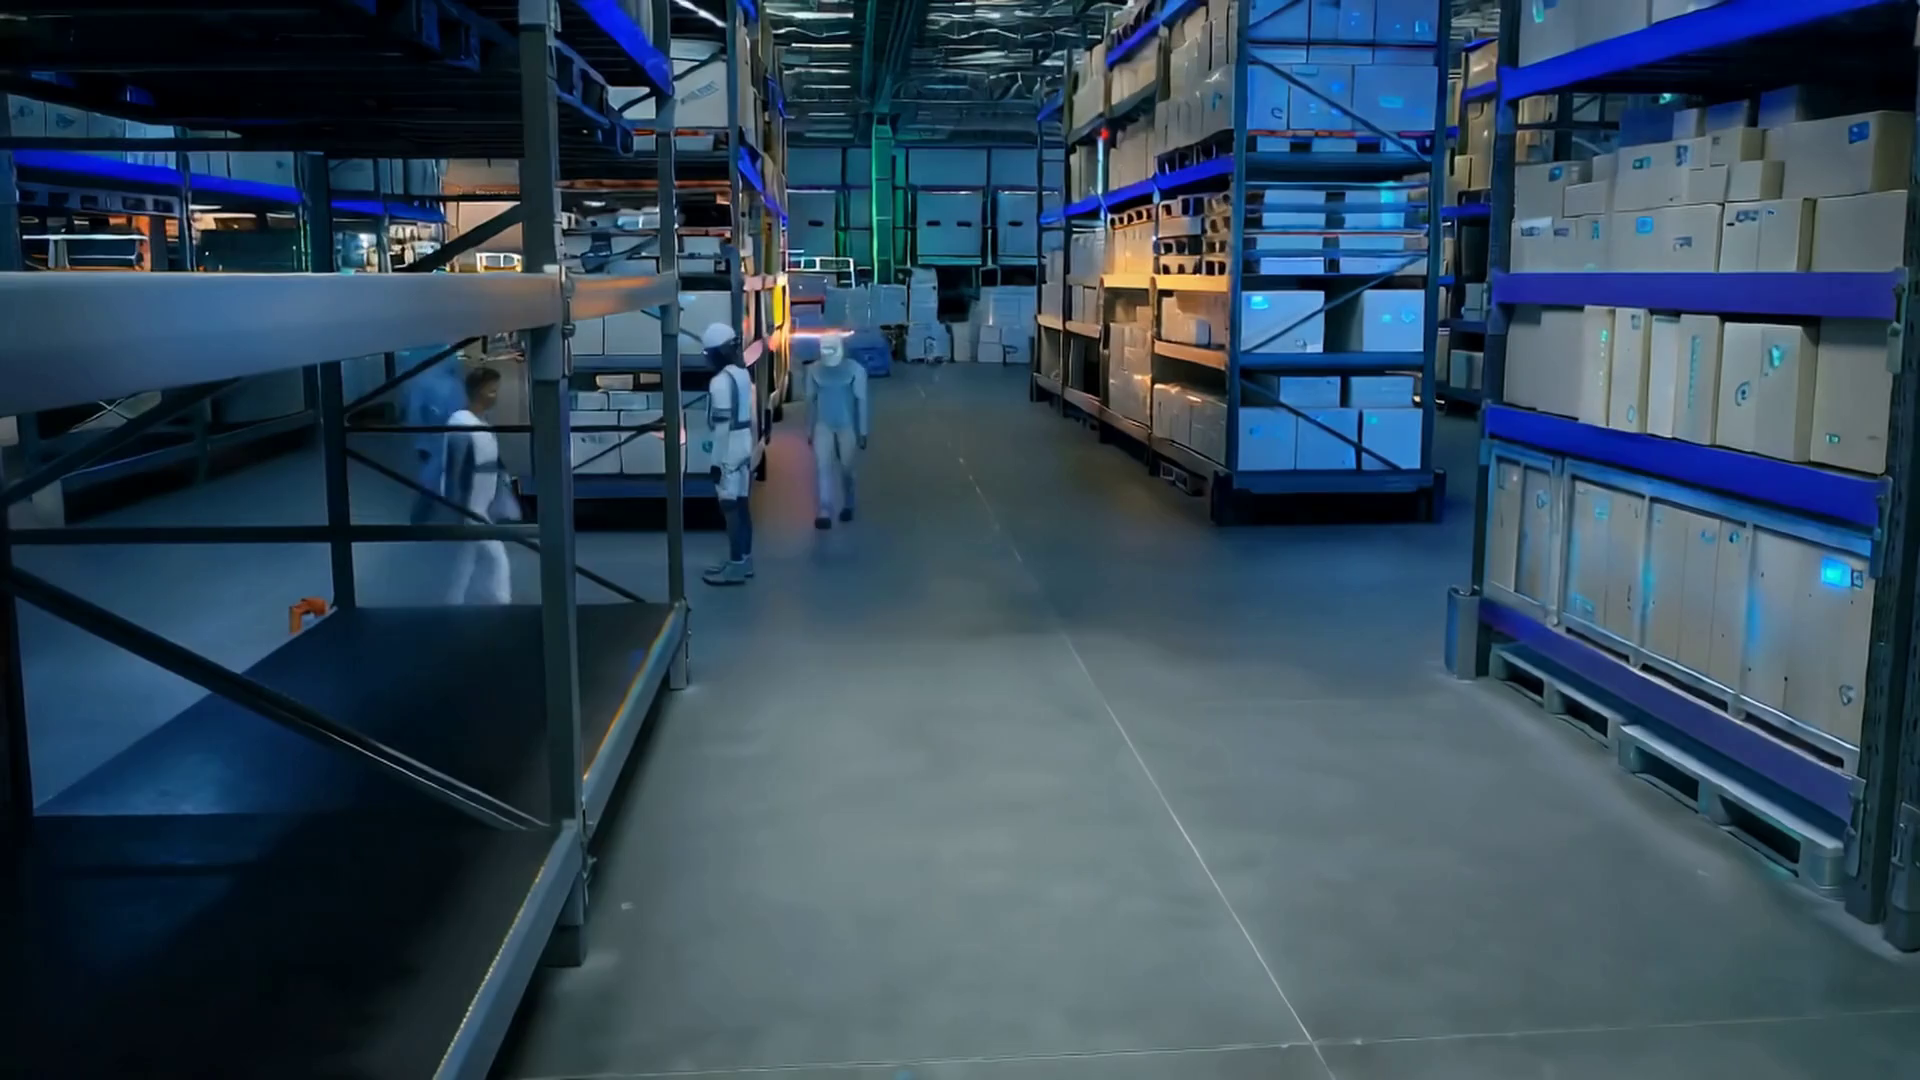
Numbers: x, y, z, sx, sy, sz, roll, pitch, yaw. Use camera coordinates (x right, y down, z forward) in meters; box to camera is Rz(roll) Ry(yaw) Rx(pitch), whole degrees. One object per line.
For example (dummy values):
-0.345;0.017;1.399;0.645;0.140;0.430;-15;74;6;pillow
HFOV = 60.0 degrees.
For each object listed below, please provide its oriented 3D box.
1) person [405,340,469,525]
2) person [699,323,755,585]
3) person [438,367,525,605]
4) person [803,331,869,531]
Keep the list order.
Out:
-4.684;-0.895;14.994;0.998;1.856;0.650;7;11;38;person
-1.817;-0.663;12.948;0.387;2.034;0.605;2;9;12;person
-3.052;-0.213;10.819;0.842;1.805;0.579;-1;9;-3;person
-1.185;-1.045;15.868;0.653;1.881;1.054;1;9;7;person
